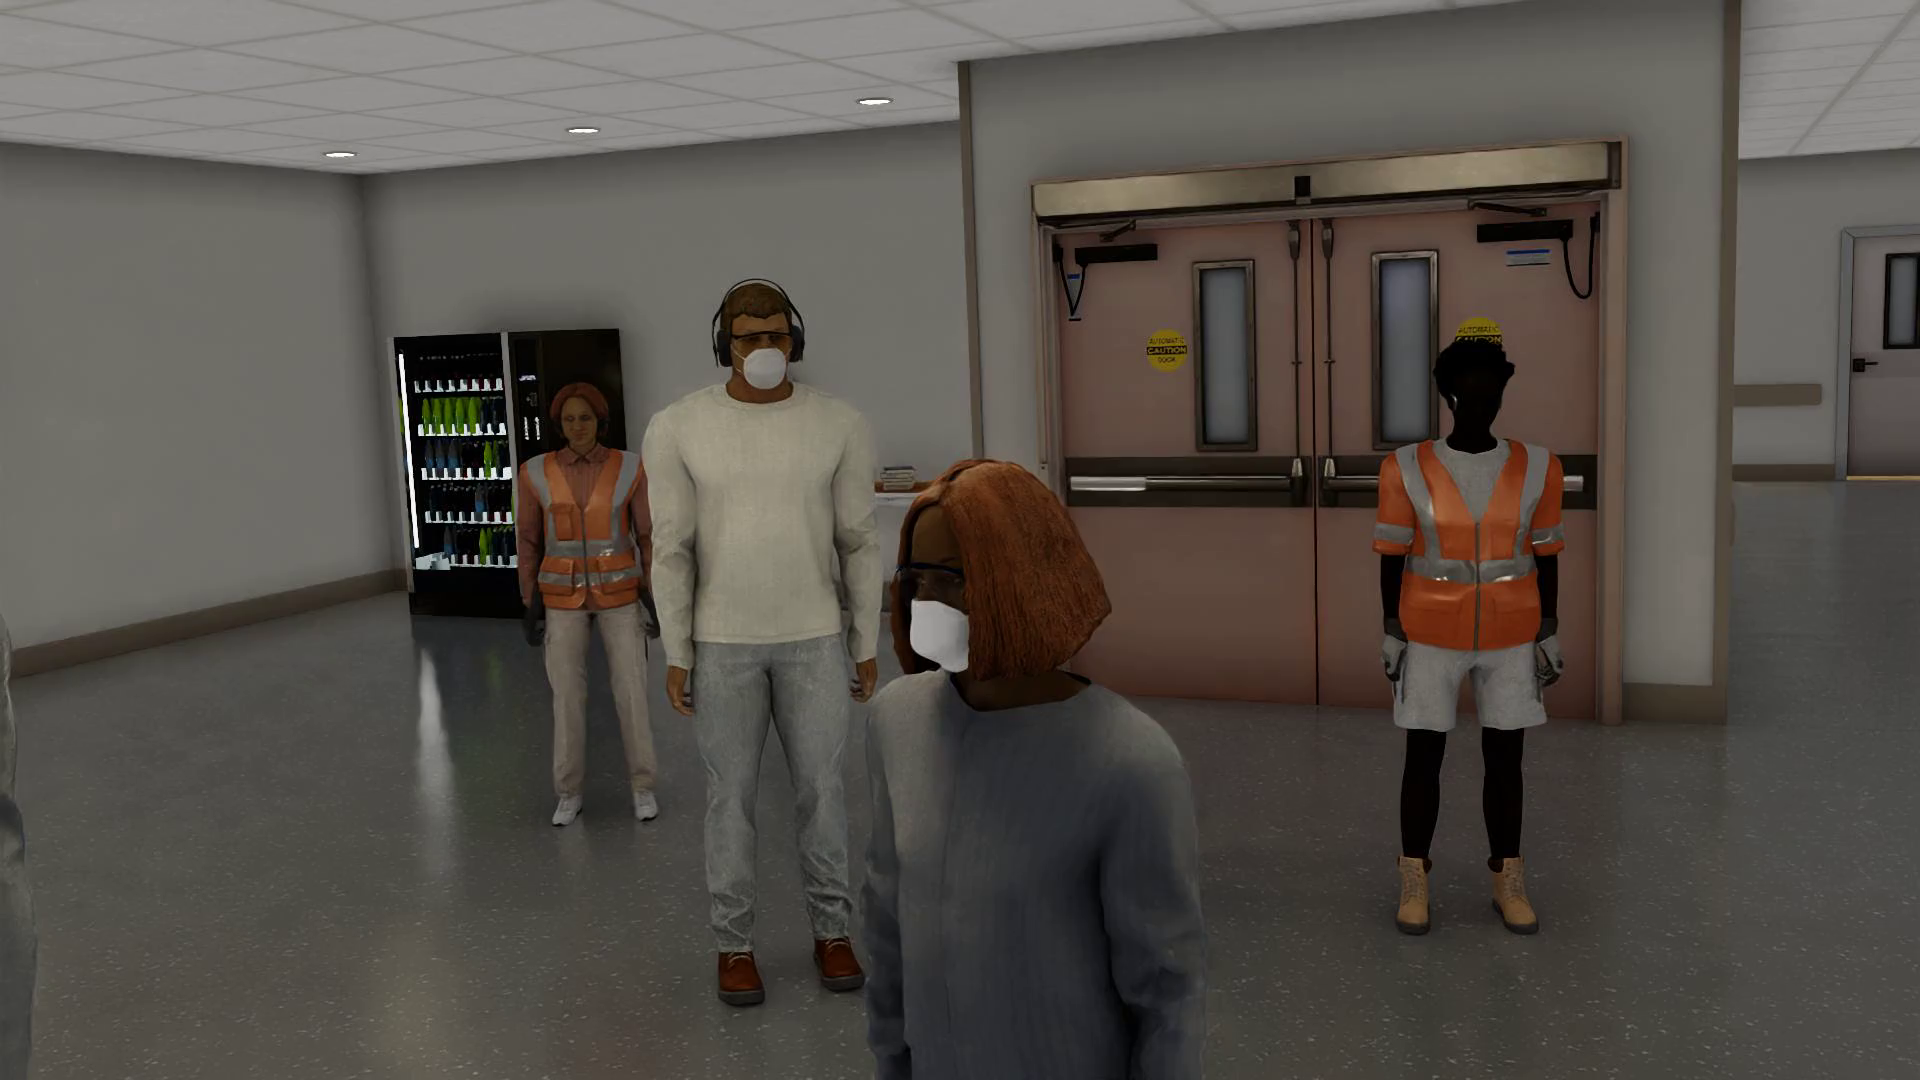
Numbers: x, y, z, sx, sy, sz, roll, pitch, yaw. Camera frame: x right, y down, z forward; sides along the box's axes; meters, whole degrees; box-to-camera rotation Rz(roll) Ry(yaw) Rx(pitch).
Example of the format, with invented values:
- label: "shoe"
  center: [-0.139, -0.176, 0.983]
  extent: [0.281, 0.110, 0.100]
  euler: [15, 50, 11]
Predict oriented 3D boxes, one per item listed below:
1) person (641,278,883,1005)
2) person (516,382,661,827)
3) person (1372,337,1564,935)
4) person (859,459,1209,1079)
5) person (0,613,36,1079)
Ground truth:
- label: "person"
  center: [-0.507, 0.275, 4.470]
  extent: [0.622, 1.932, 0.371]
  euler: [-4, 8, -11]
- label: "person"
  center: [-1.357, 0.234, 6.142]
  extent: [0.529, 1.635, 0.311]
  euler: [-3, 7, -6]
- label: "person"
  center: [1.448, 0.275, 4.728]
  extent: [0.532, 1.698, 0.319]
  euler: [-1, 7, 8]
- label: "person"
  center: [0.075, 0.713, 2.020]
  extent: [0.501, 1.633, 0.283]
  euler: [5, 10, 43]
- label: "person"
  center: [-1.321, 0.651, 1.788]
  extent: [0.627, 1.935, 0.373]
  euler: [-4, 8, -11]
